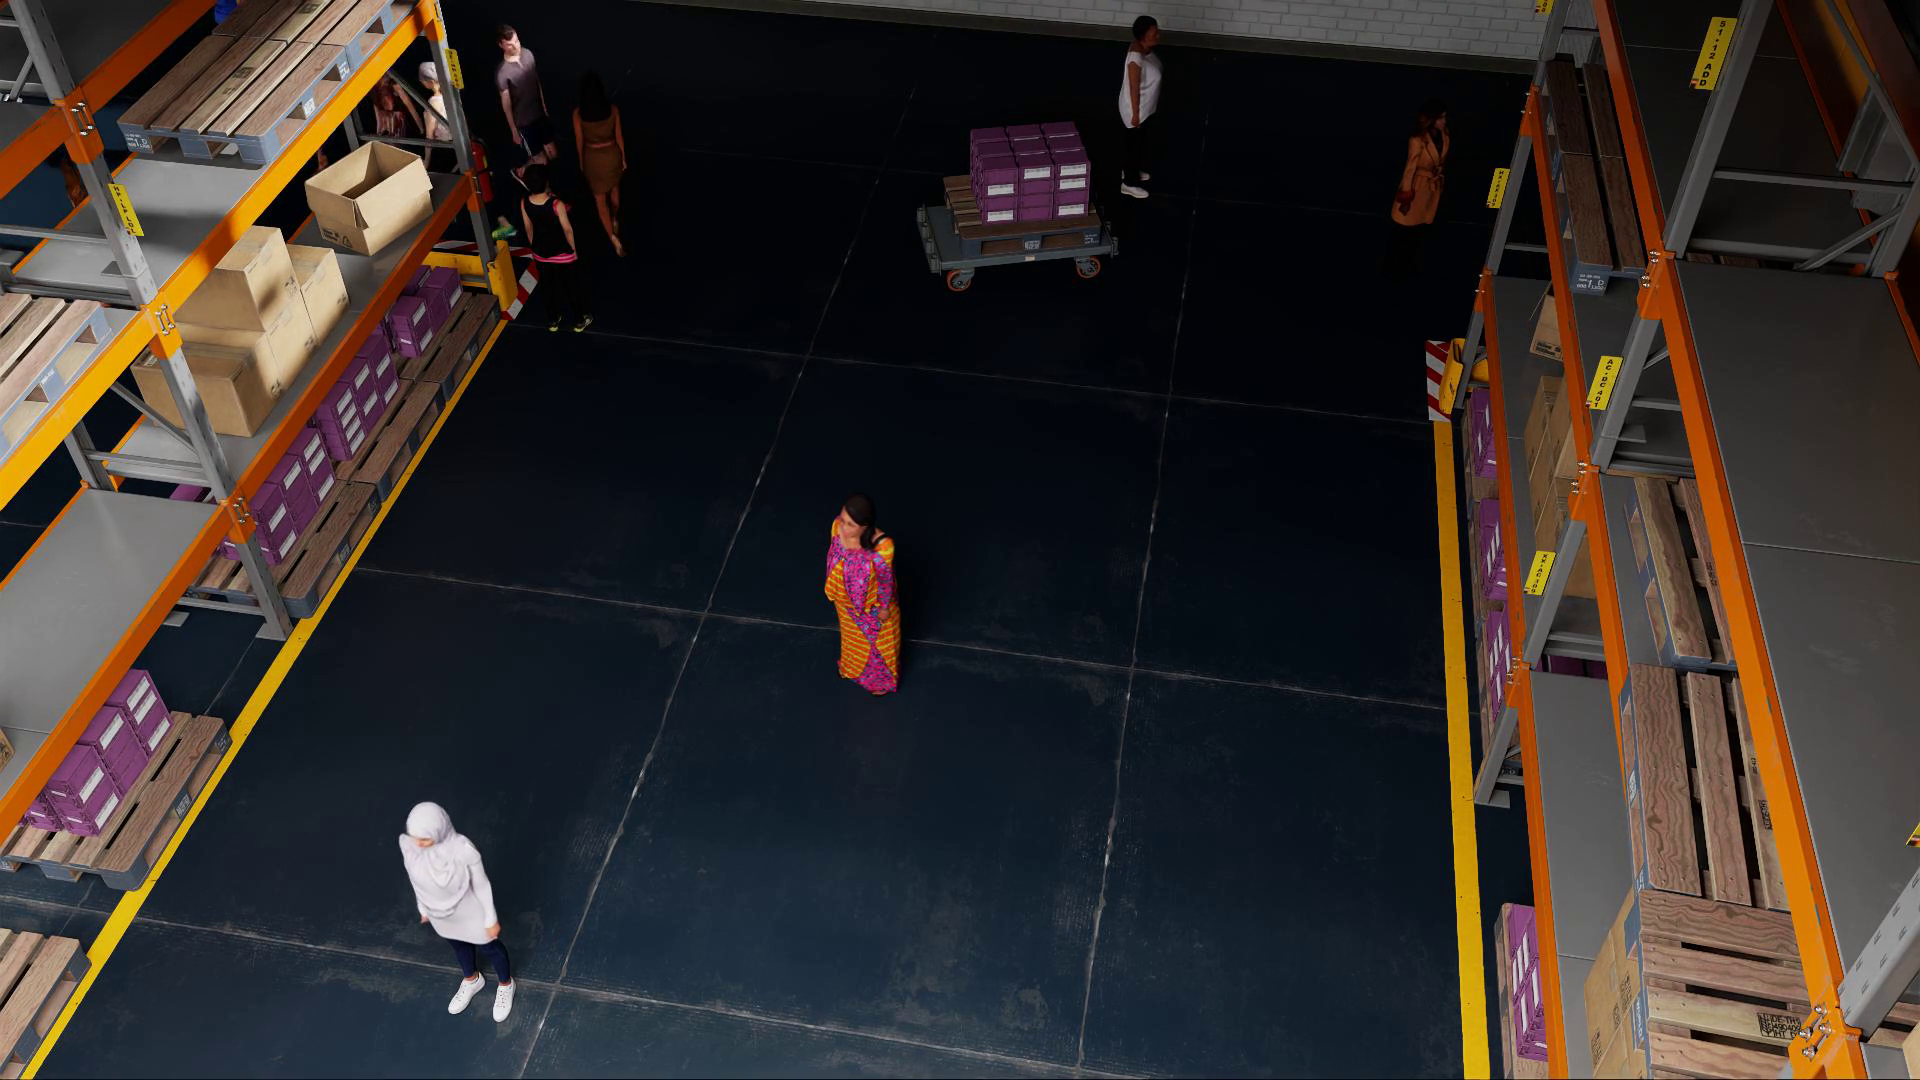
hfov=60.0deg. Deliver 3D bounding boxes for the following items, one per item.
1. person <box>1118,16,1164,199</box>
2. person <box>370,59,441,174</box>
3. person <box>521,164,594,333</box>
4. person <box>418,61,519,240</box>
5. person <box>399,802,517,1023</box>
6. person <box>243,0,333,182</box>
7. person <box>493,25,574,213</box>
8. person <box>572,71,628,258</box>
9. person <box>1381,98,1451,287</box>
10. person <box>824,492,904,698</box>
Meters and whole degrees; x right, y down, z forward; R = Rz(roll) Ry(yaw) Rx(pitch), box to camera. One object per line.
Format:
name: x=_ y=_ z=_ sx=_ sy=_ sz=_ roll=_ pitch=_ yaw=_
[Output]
person: x=1.640 y=-3.965 z=15.129 sx=0.696 sy=1.687 sz=0.520 roll=7 pitch=44 yaw=7
person: x=-5.122 y=-3.681 z=14.956 sx=0.851 sy=1.513 sz=1.163 roll=23 pitch=48 yaw=22
person: x=-3.326 y=-2.383 z=13.565 sx=0.540 sy=1.553 sz=0.510 roll=5 pitch=44 yaw=5
person: x=-4.321 y=-3.346 z=14.501 sx=0.652 sy=1.656 sz=1.097 roll=9 pitch=44 yaw=10
person: x=-2.662 y=1.949 z=8.856 sx=0.624 sy=1.777 sz=0.553 roll=11 pitch=45 yaw=11
person: x=-6.047 y=-4.118 z=15.156 sx=0.881 sy=1.871 sz=0.975 roll=26 pitch=49 yaw=25
person: x=-3.904 y=-3.758 z=14.804 sx=0.871 sy=1.835 sz=0.900 roll=17 pitch=46 yaw=17
person: x=-3.064 y=-3.212 z=14.353 sx=0.899 sy=1.666 sz=1.103 roll=-14 pitch=45 yaw=-15
person: x=3.858 y=-2.929 z=14.017 sx=0.766 sy=1.720 sz=0.827 roll=-26 pitch=49 yaw=-25
person: x=-0.617 y=0.319 z=10.640 sx=0.771 sy=1.676 sz=0.802 roll=27 pitch=50 yaw=25
